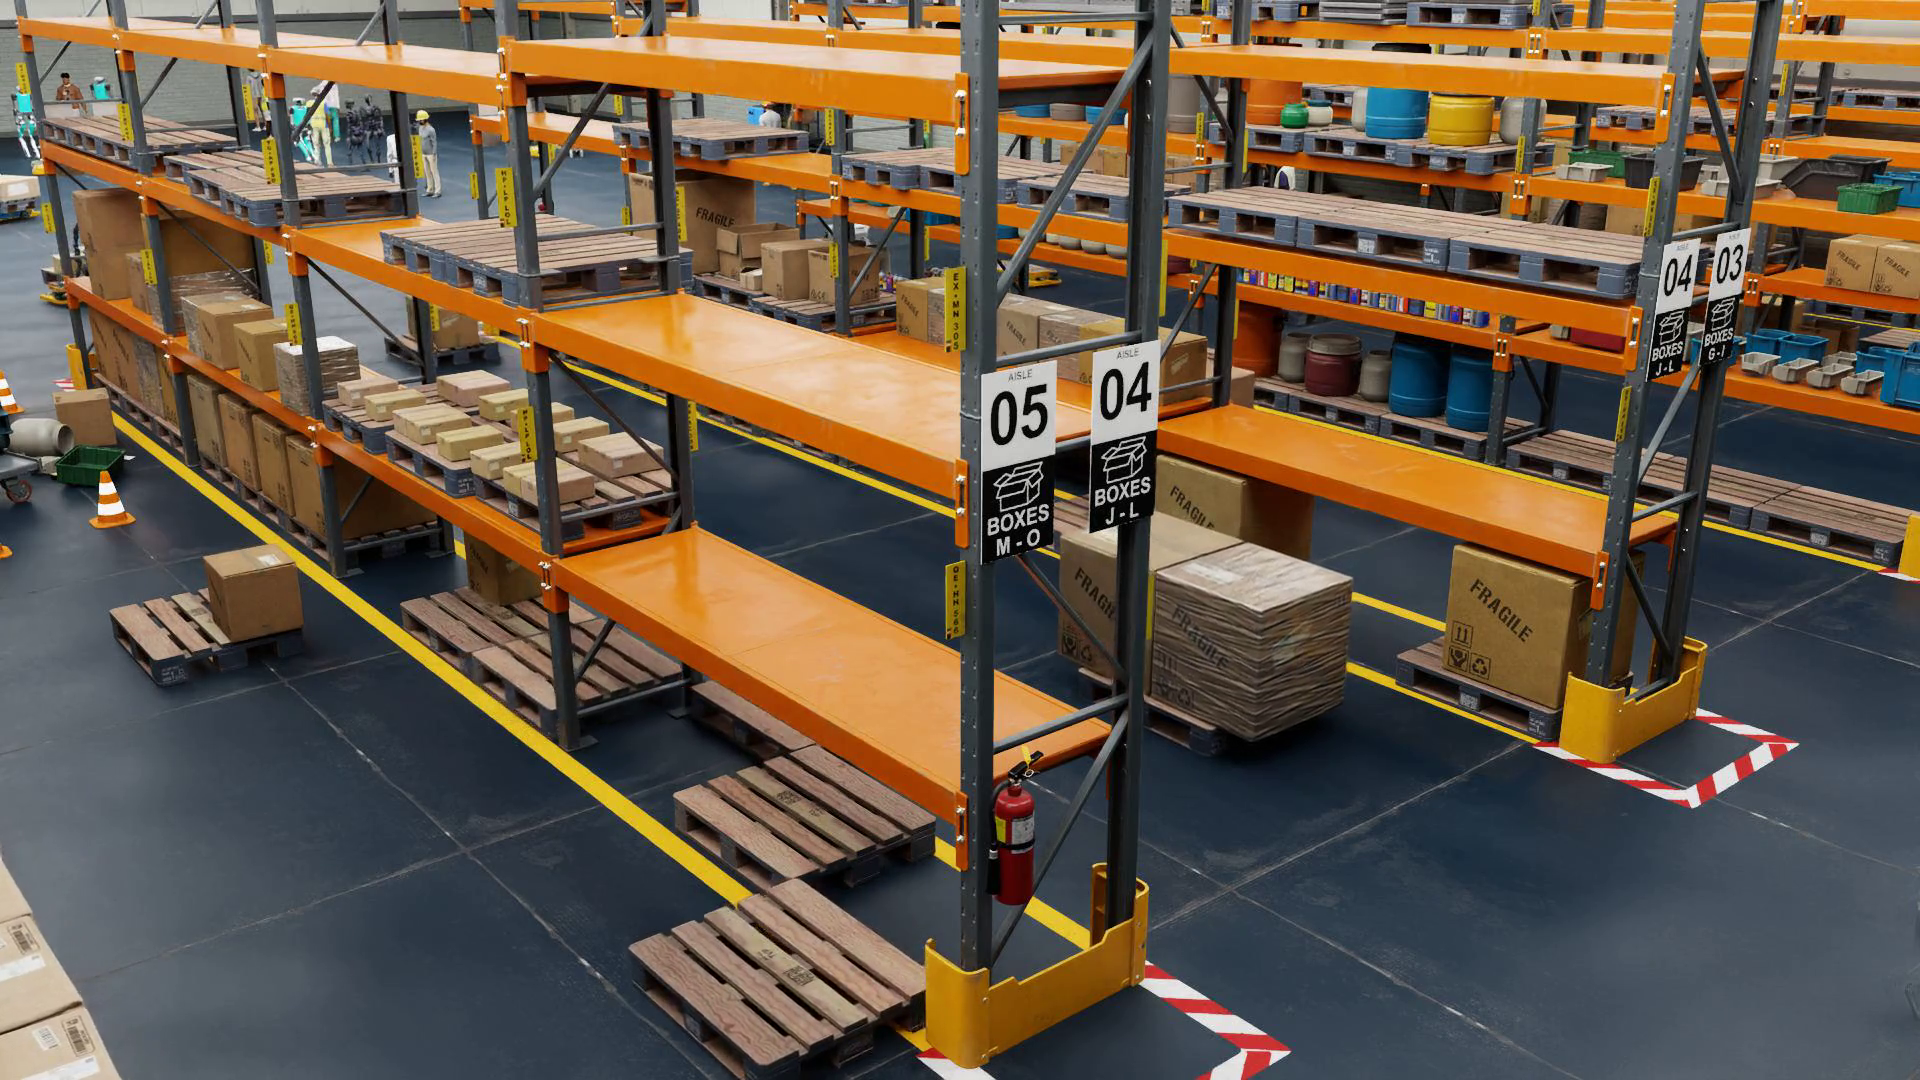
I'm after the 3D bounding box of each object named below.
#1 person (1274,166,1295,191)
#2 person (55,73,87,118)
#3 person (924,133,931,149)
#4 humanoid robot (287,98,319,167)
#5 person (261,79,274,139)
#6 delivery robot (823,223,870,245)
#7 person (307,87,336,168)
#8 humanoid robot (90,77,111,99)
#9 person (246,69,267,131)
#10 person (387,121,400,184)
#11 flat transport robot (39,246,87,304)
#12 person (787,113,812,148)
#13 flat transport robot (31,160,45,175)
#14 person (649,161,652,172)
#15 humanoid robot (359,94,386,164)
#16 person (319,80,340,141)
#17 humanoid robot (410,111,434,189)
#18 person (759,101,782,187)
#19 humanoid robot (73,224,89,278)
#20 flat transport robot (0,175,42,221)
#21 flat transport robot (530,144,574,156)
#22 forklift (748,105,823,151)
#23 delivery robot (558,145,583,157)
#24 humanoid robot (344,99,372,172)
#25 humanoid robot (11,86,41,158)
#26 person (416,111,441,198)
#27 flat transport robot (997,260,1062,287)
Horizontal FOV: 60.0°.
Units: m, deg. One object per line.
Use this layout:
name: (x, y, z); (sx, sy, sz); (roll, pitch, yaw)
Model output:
person: (5.279, -5.477, 27.165); (0.394, 1.836, 0.557); (7, 20, 18)
person: (-23.635, -11.485, 44.228); (0.801, 1.853, 0.384); (-4, 20, -10)
person: (-0.784, -7.441, 32.899); (0.473, 1.735, 0.335); (12, 23, 31)
humanoid robot: (-14.600, -8.923, 37.288); (0.732, 1.909, 0.553); (12, 23, 30)
person: (-18.597, -11.567, 44.713); (0.323, 1.688, 0.528); (-9, 21, -23)
delivery robot: (-1.932, -5.236, 28.431); (0.814, 0.611, 0.499); (-16, 25, -38)
person: (-14.866, -9.544, 38.653); (0.533, 1.893, 0.400); (1, 19, 4)
humanoid robot: (-22.705, -11.483, 44.445); (0.550, 1.800, 0.911); (1, 19, 2)
person: (-20.066, -12.627, 47.466); (0.390, 1.870, 0.500); (13, 23, 34)
person: (-10.495, -6.982, 31.374); (0.578, 1.882, 0.343); (2, 19, 6)
flat transport robot: (-12.627, -3.670, 24.381); (0.659, 0.231, 1.431); (16, 25, 38)
person: (-3.552, -8.840, 36.886); (0.568, 1.729, 0.732); (-17, 25, -40)
flat transport robot: (-21.123, -8.635, 38.510); (0.659, 0.231, 1.431); (-10, 22, -26)
person: (-5.087, -5.937, 28.279); (0.365, 1.961, 0.611); (-3, 20, -9)
humanoid robot: (-13.993, -9.772, 39.632); (0.585, 1.650, 0.451); (-2, 19, -7)
person: (-16.896, -11.637, 44.608); (0.498, 1.891, 0.766); (-3, 20, -9)
humanoid robot: (-11.545, -8.353, 35.595); (0.604, 1.647, 0.452); (-10, 22, -27)
person: (-4.104, -8.614, 36.015); (0.569, 1.889, 0.389); (-11, 22, -28)
humanoid robot: (-11.722, -3.779, 22.640); (0.615, 1.621, 0.784); (-13, 23, -33)
flat transport robot: (-18.193, -6.146, 31.426); (0.659, 0.231, 1.431); (7, 20, 18)
flat transport robot: (-10.267, -9.831, 41.915); (0.659, 0.231, 1.431); (11, 22, 28)
forklift: (-4.526, -11.368, 42.374); (1.129, 2.768, 1.873); (-15, 24, -37)
delivery robot: (-9.730, -9.881, 41.633); (0.499, 0.598, 0.789); (-12, 23, -31)
humanoid robot: (-13.950, -9.305, 38.308); (0.540, 1.645, 0.600); (1, 19, 2)
humanoid robot: (-23.072, -10.312, 41.027); (0.534, 1.768, 0.677); (-18, 26, -41)
person: (-10.991, -7.957, 34.335); (0.522, 1.761, 0.325); (15, 24, 36)
flat transport robot: (0.858, -4.094, 25.588); (0.659, 0.231, 1.431); (-14, 24, -34)
